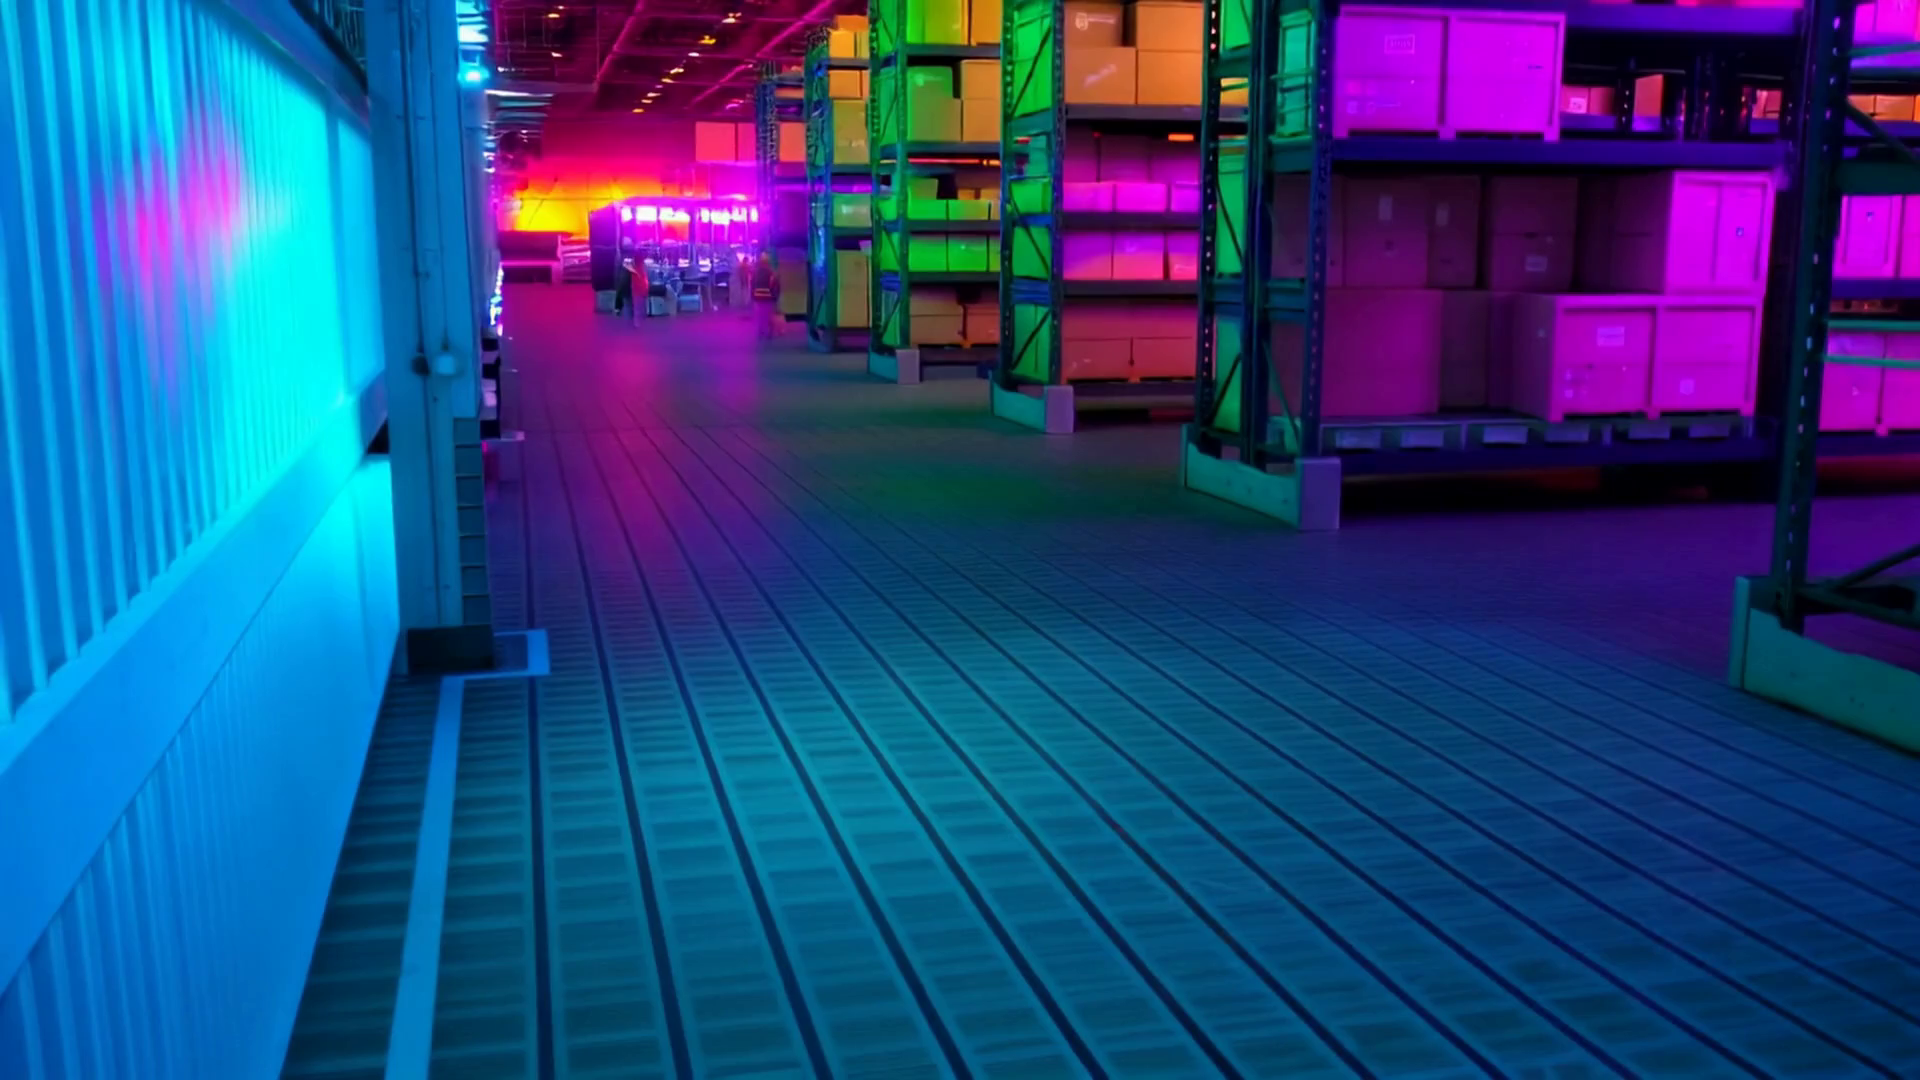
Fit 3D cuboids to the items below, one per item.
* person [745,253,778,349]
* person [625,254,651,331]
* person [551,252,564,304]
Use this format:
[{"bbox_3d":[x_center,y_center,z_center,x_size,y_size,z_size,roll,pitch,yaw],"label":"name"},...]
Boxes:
[{"bbox_3d":[-3.967,-4.751,33.089,0.607,1.882,1.028,-3,11,-19],"label":"person"},{"bbox_3d":[-7.707,-5.929,39.931,0.660,1.825,0.463,-10,14,-44],"label":"person"},{"bbox_3d":[-14.108,-9.189,58.333,0.574,1.843,0.375,6,12,31],"label":"person"}]
